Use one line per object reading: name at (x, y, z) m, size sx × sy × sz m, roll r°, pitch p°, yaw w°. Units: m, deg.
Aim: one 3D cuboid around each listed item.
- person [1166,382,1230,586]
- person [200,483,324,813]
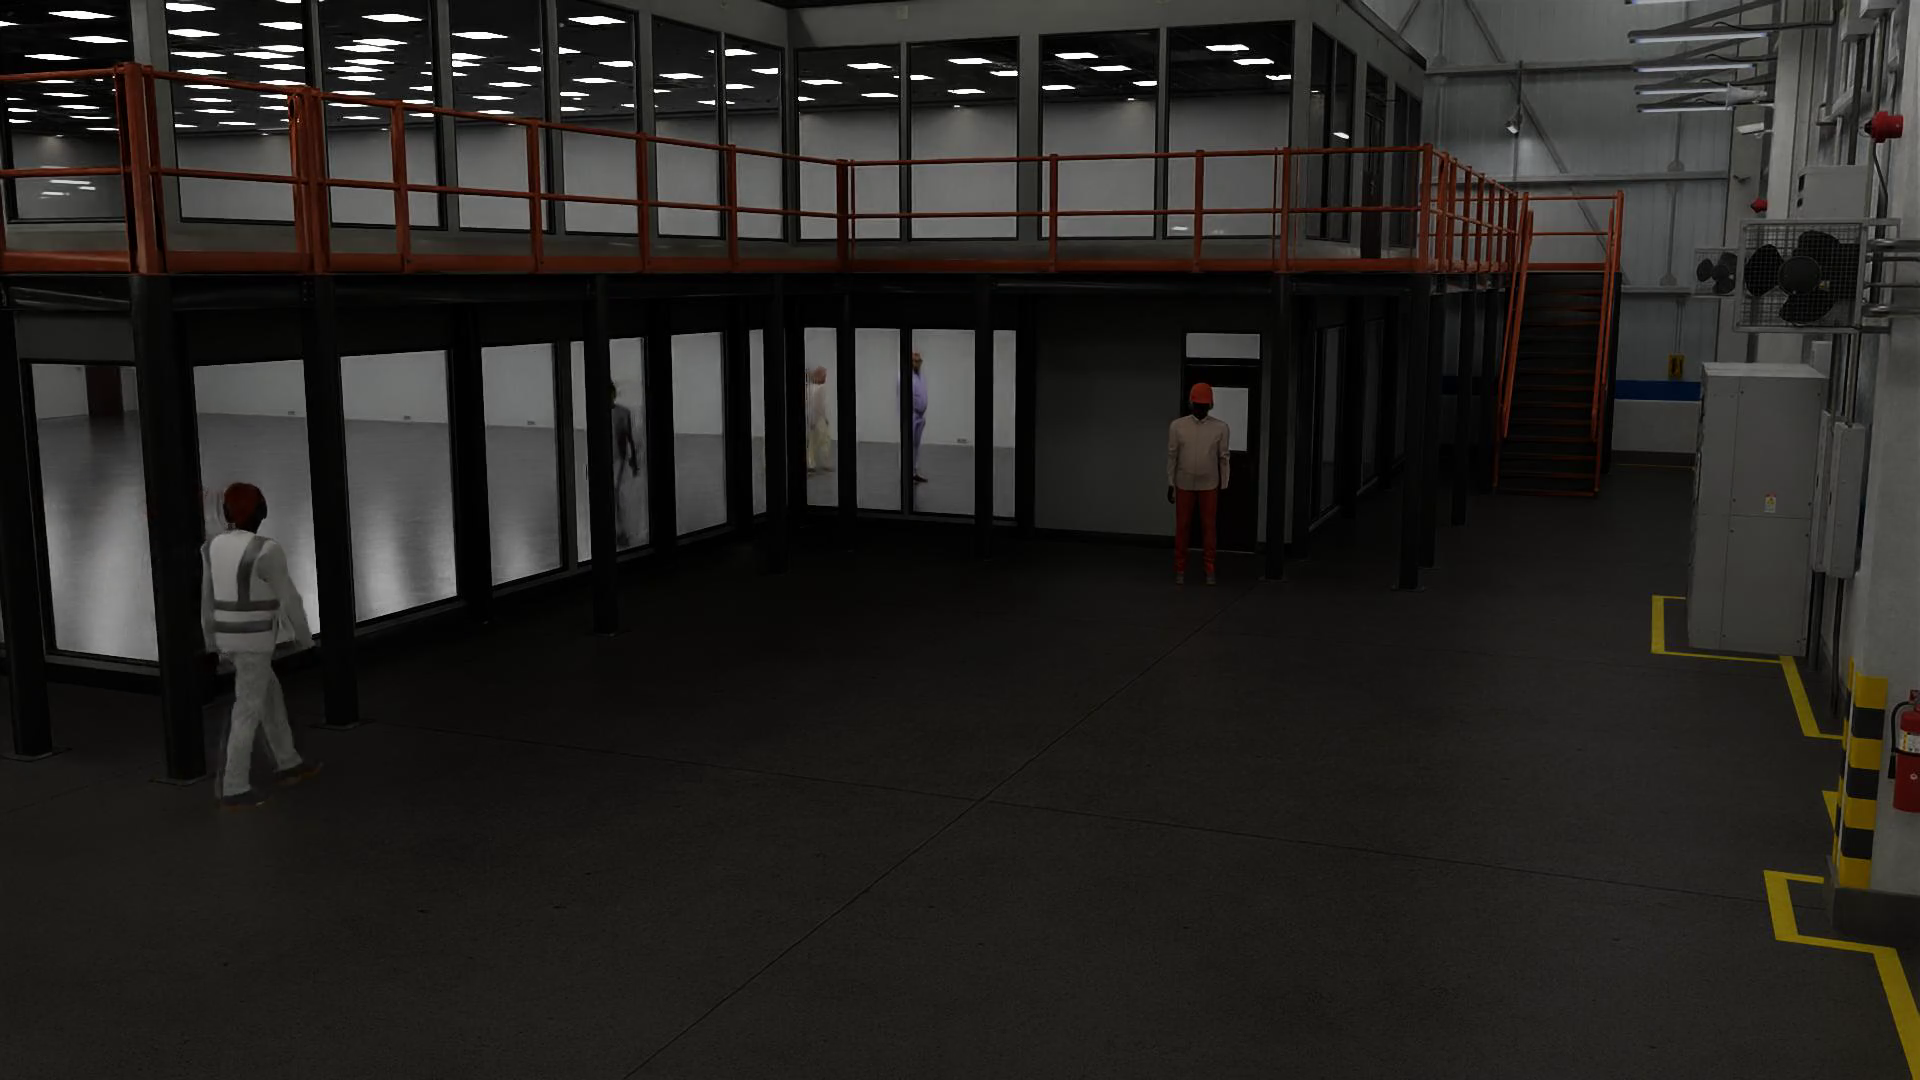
person at (2.310, -0.538, 16.150) m, size 0.612 × 1.986 × 0.406 m, roll 1°, pitch 9°, yaw 7°
person at (-3.990, 0.586, 9.610) m, size 0.615 × 1.842 × 0.887 m, roll 6°, pitch 11°, yaw 32°
